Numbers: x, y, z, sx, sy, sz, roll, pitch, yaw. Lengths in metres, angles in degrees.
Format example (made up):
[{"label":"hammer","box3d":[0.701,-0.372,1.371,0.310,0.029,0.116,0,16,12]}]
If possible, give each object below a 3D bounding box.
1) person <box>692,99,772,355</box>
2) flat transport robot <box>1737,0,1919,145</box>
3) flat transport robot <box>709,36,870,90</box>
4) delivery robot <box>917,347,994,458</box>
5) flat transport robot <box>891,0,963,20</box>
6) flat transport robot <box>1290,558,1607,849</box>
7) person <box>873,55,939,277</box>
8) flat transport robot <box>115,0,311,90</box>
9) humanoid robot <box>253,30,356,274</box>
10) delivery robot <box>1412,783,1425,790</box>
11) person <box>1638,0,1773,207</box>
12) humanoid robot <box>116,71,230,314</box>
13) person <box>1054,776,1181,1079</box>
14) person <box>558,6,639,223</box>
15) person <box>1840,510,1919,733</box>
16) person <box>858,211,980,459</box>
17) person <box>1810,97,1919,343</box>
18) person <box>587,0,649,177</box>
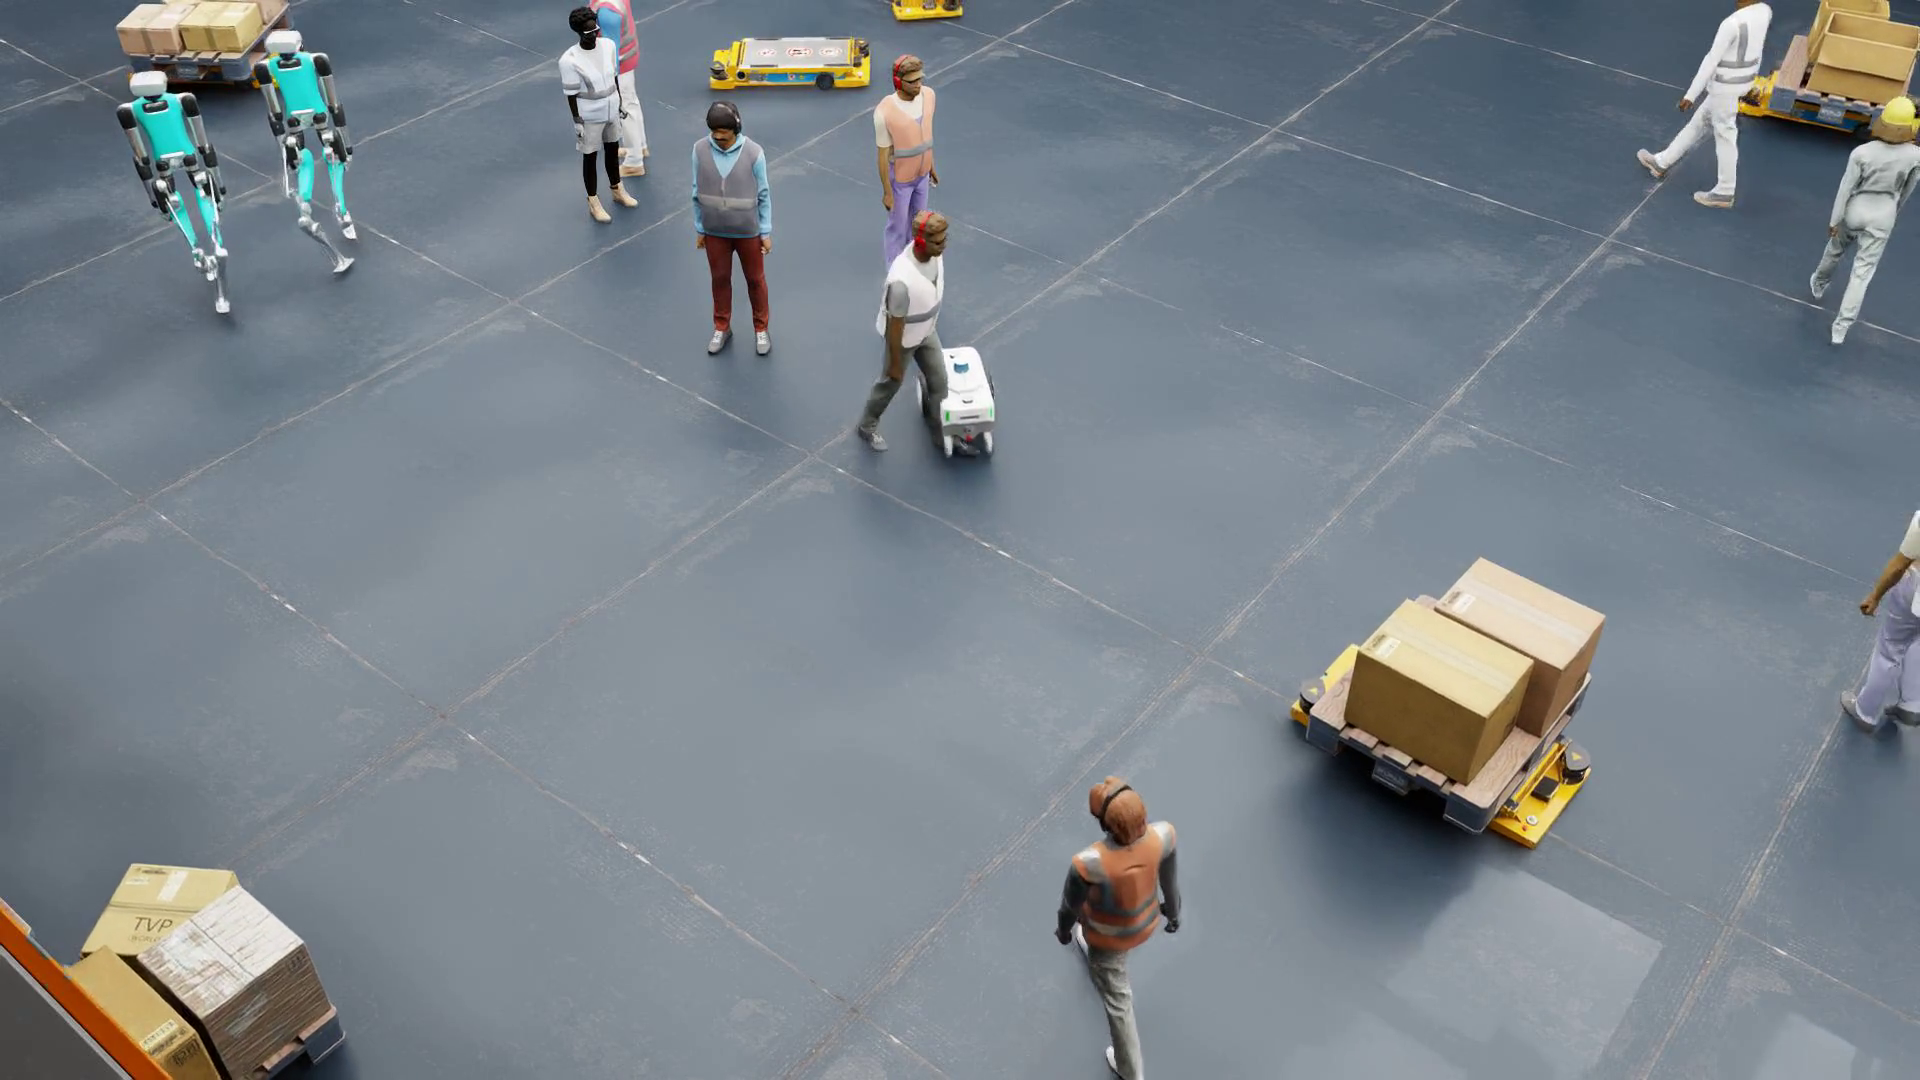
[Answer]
[{"label":"person","box3d":[-1.540,-2.133,11.345,0.533,1.878,0.412,3,40,4]},{"label":"flat transport robot","box3d":[7.616,-3.791,14.538,1.431,0.231,0.659,20,44,22]},{"label":"flat transport robot","box3d":[-1.543,-4.354,15.200,1.431,0.231,0.659,-1,40,-1]},{"label":"delivery robot","box3d":[0.004,-0.953,10.987,0.499,0.606,0.794,-6,41,-7]},{"label":"flat transport robot","box3d":[-0.418,-5.576,16.637,0.659,0.231,1.431,-7,41,-8]},{"label":"flat transport robot","box3d":[2.551,1.042,8.852,1.431,0.231,0.659,29,48,30]},{"label":"person","box3d":[-0.380,-2.604,11.924,0.389,1.845,0.564,27,47,28]},{"label":"flat transport robot","box3d":[-6.756,-4.369,15.218,1.431,0.231,0.659,3,40,3]},{"label":"humanoid robot","box3d":[-4.744,-2.762,12.196,0.553,1.729,0.939,-8,41,-10]},{"label":"delivery robot","box3d":[2.645,0.956,8.730,0.774,0.592,0.499,-13,42,-15]},{"label":"person","box3d":[5.916,-3.586,13.080,0.684,1.835,0.962,-31,49,-31]},{"label":"humanoid robot","box3d":[-5.463,-2.370,11.766,0.542,1.746,1.050,-15,43,-17]},{"label":"person","box3d":[0.663,1.617,7.156,0.534,1.582,0.867,-18,43,-20]},{"label":"person","box3d":[-2.798,-3.299,12.856,0.318,1.696,0.535,27,47,28]},{"label":"person","box3d":[4.963,0.292,8.534,0.564,1.829,0.459,-5,41,-6]},{"label":"person","box3d":[-0.325,-1.288,10.421,0.849,1.801,0.595,19,44,21]},{"label":"person","box3d":[6.351,-2.277,11.655,0.487,1.684,0.948,13,42,15]},{"label":"person","box3d":[-2.793,-3.829,13.383,0.431,1.837,0.619,-3,40,-4]}]
